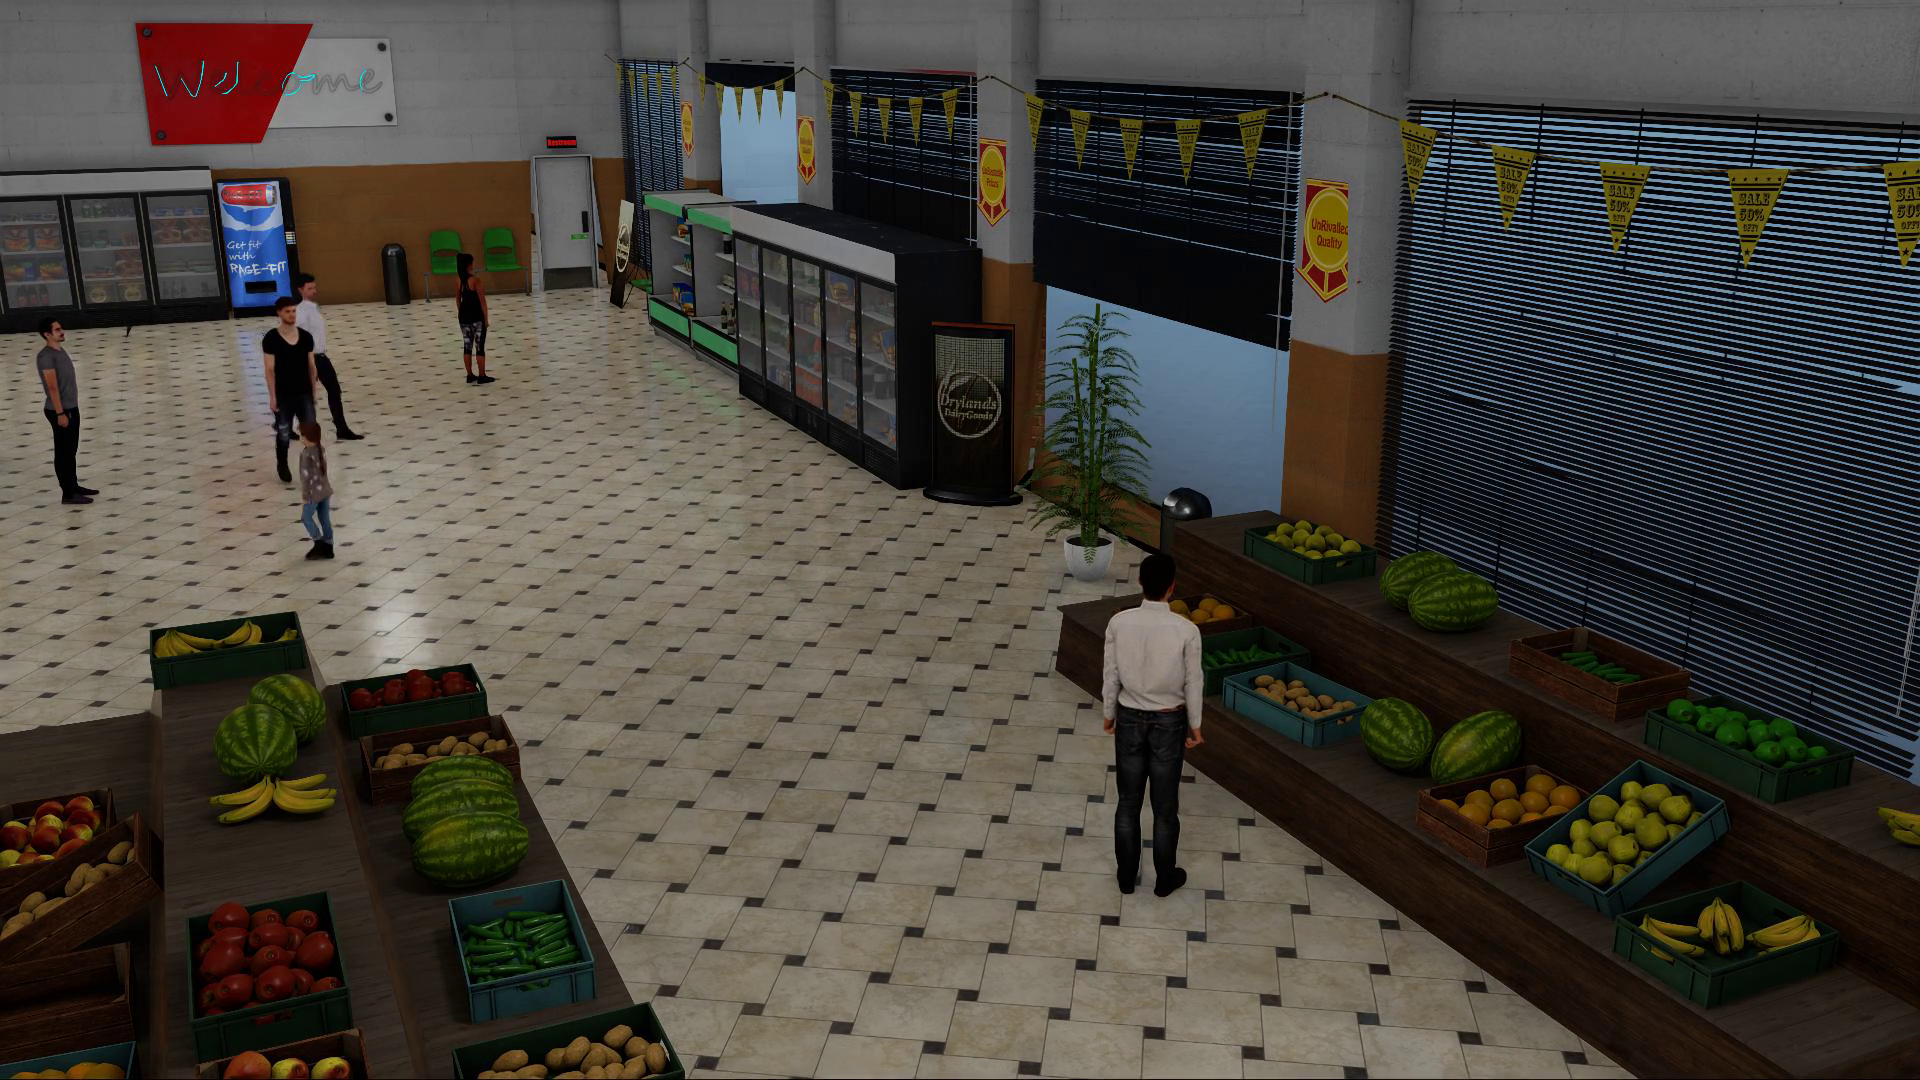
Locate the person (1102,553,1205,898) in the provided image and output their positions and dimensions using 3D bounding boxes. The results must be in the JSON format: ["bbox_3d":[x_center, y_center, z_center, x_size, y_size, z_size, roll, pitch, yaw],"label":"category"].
[{"bbox_3d":[0.966,0.940,8.456,0.728,1.809,0.778,5,18,17],"label":"person"}]

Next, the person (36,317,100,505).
[{"bbox_3d":[-8.486,-1.235,15.714,0.709,1.755,0.528,-5,18,-16],"label":"person"}]

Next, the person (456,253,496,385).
[{"bbox_3d":[-6.193,-2.823,21.103,0.640,1.661,0.707,7,18,21],"label":"person"}]

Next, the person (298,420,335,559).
[{"bbox_3d":[-5.374,-0.413,13.981,0.623,1.187,0.556,5,18,17],"label":"person"}]

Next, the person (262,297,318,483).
[{"bbox_3d":[-6.497,-1.404,16.080,0.830,1.866,1.269,-12,20,-34],"label":"person"}]

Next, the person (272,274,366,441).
[{"bbox_3d":[-7.051,-1.920,17.840,1.081,1.830,1.224,0,17,-1],"label":"person"}]
